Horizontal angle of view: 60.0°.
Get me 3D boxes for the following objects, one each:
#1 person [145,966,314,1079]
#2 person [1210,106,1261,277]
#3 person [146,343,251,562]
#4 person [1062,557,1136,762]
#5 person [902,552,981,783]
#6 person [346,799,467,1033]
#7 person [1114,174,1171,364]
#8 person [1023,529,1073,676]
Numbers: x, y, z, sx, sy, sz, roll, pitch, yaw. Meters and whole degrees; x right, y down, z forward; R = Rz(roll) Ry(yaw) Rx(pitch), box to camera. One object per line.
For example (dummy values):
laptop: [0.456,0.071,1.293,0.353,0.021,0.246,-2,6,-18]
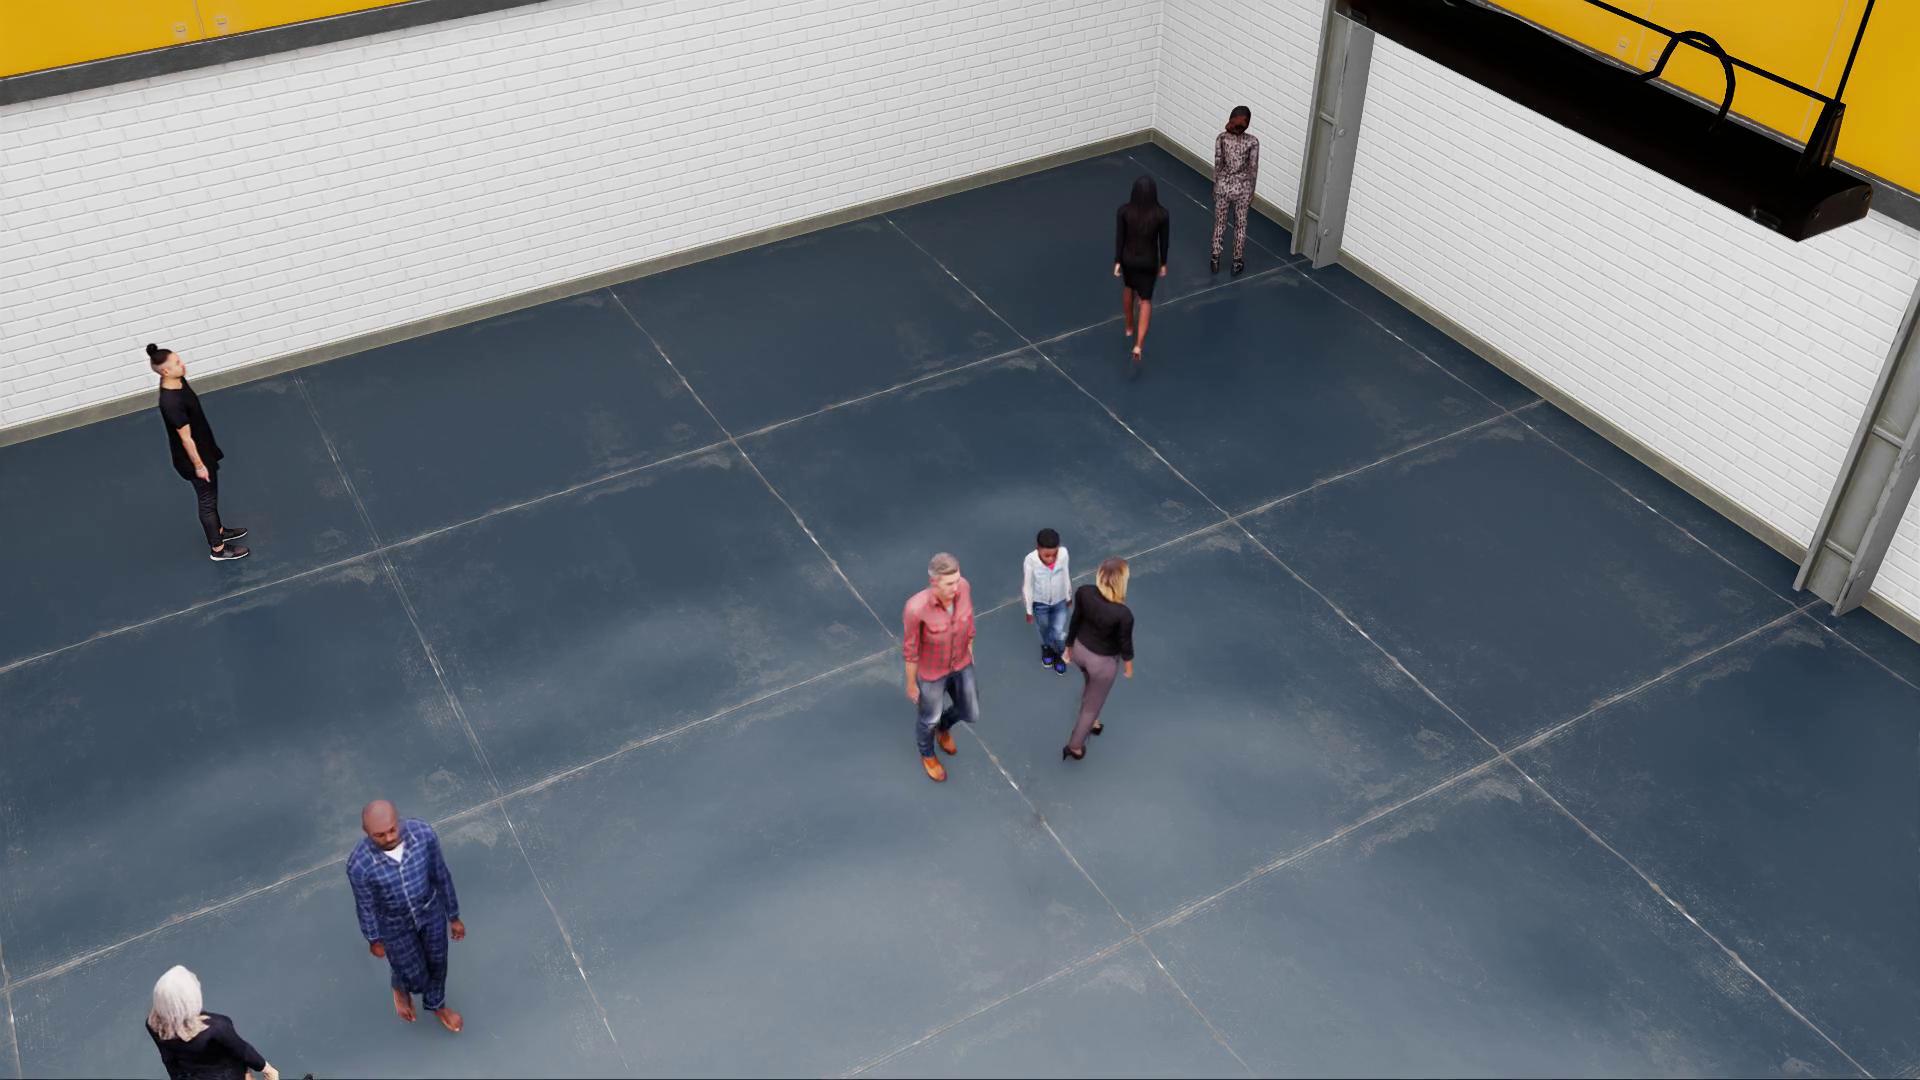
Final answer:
person: [-3.687,2.785,8.191,1.115,1.696,1.197,8,39,10]
person: [2.602,-3.332,15.836,0.681,1.714,0.744,11,40,13]
person: [-5.715,-0.687,12.403,0.776,1.865,0.561,-14,41,-17]
person: [0.811,0.845,10.660,0.693,1.646,0.767,30,47,32]
person: [-0.173,0.751,10.641,0.739,1.817,0.724,-23,44,-26]
person: [-3.050,2.000,9.086,0.751,1.806,0.796,-29,47,-32]
person: [1.582,-2.374,14.657,1.082,1.688,1.192,7,39,8]
person: [0.615,0.349,11.607,0.600,1.238,0.643,-3,39,-3]
